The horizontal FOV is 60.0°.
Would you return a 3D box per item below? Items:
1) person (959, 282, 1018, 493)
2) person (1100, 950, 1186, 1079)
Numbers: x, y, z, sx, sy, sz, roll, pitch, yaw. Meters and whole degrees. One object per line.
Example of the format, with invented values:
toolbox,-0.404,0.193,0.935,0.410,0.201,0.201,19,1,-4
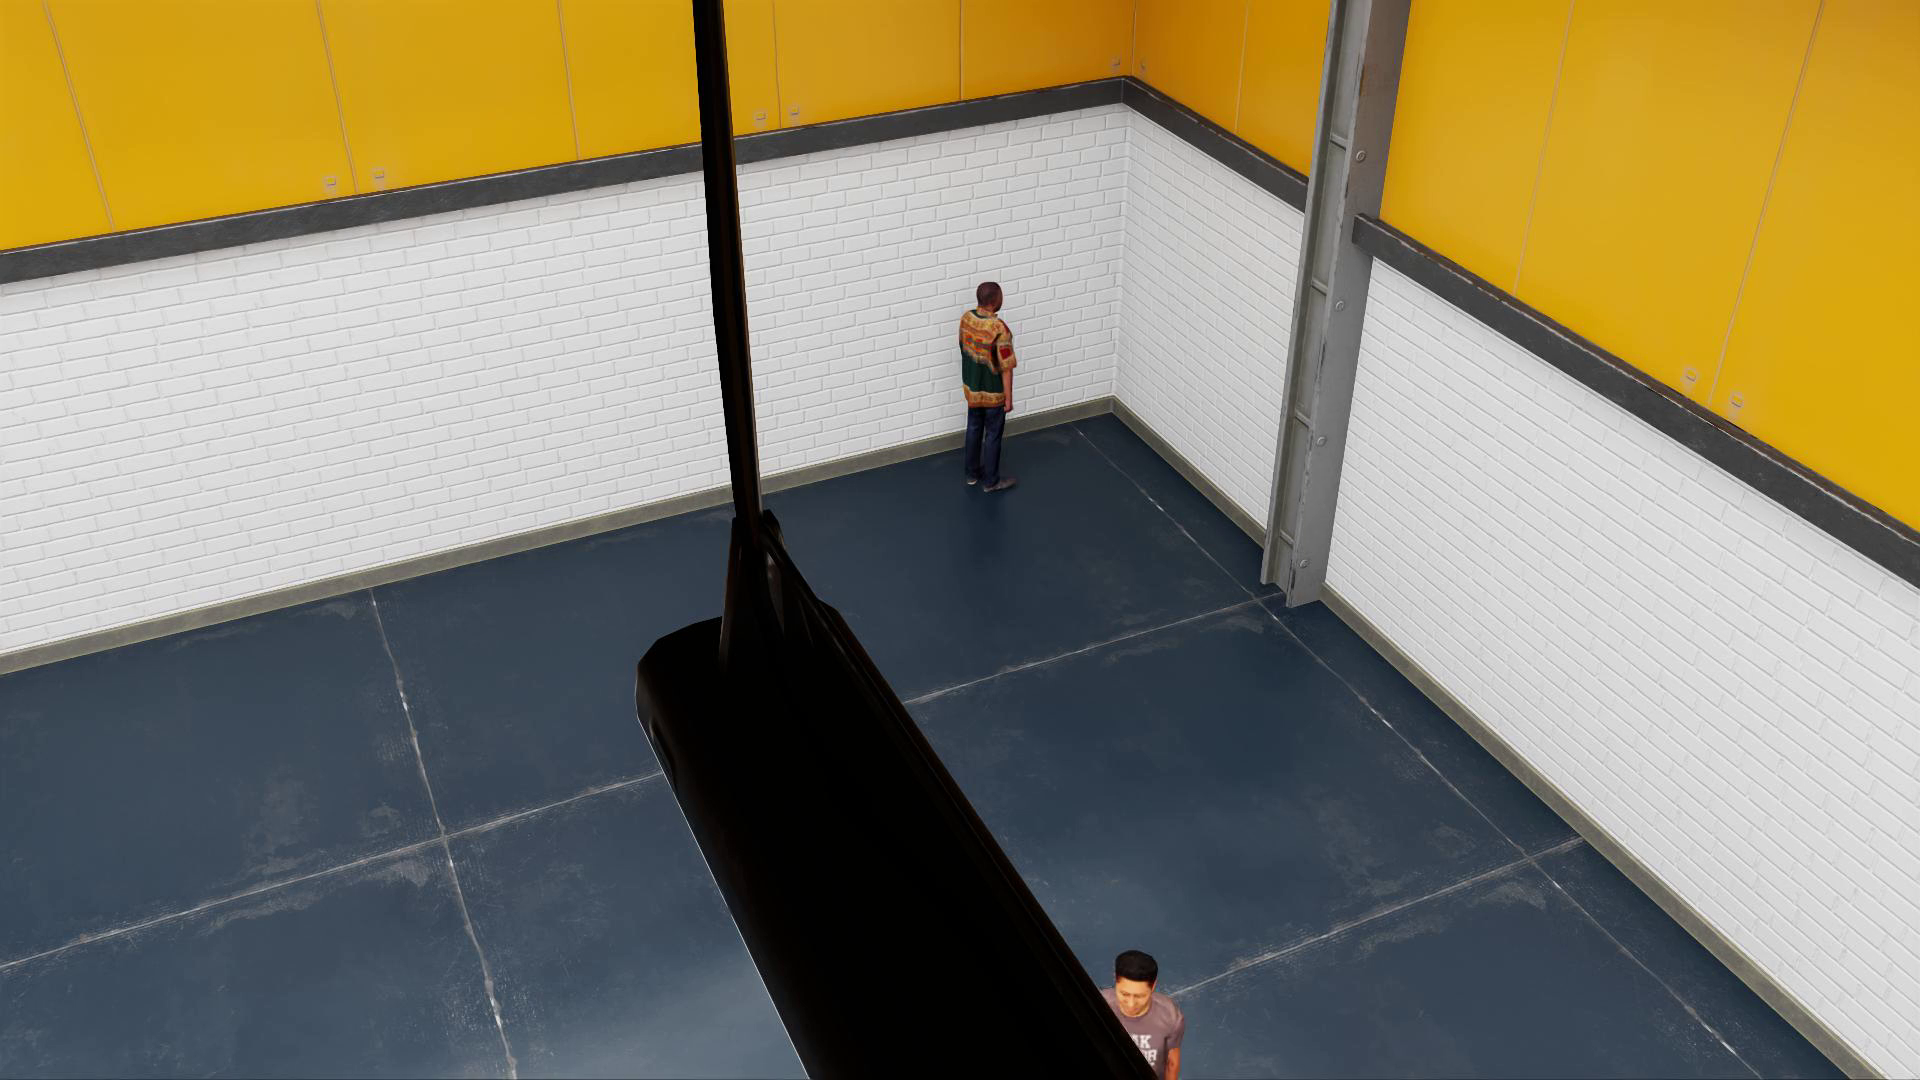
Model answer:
person,0.209,-1.236,13.361,0.850,1.806,0.722,-29,43,-36
person,0.794,2.496,7.798,0.959,1.749,1.065,7,34,10
